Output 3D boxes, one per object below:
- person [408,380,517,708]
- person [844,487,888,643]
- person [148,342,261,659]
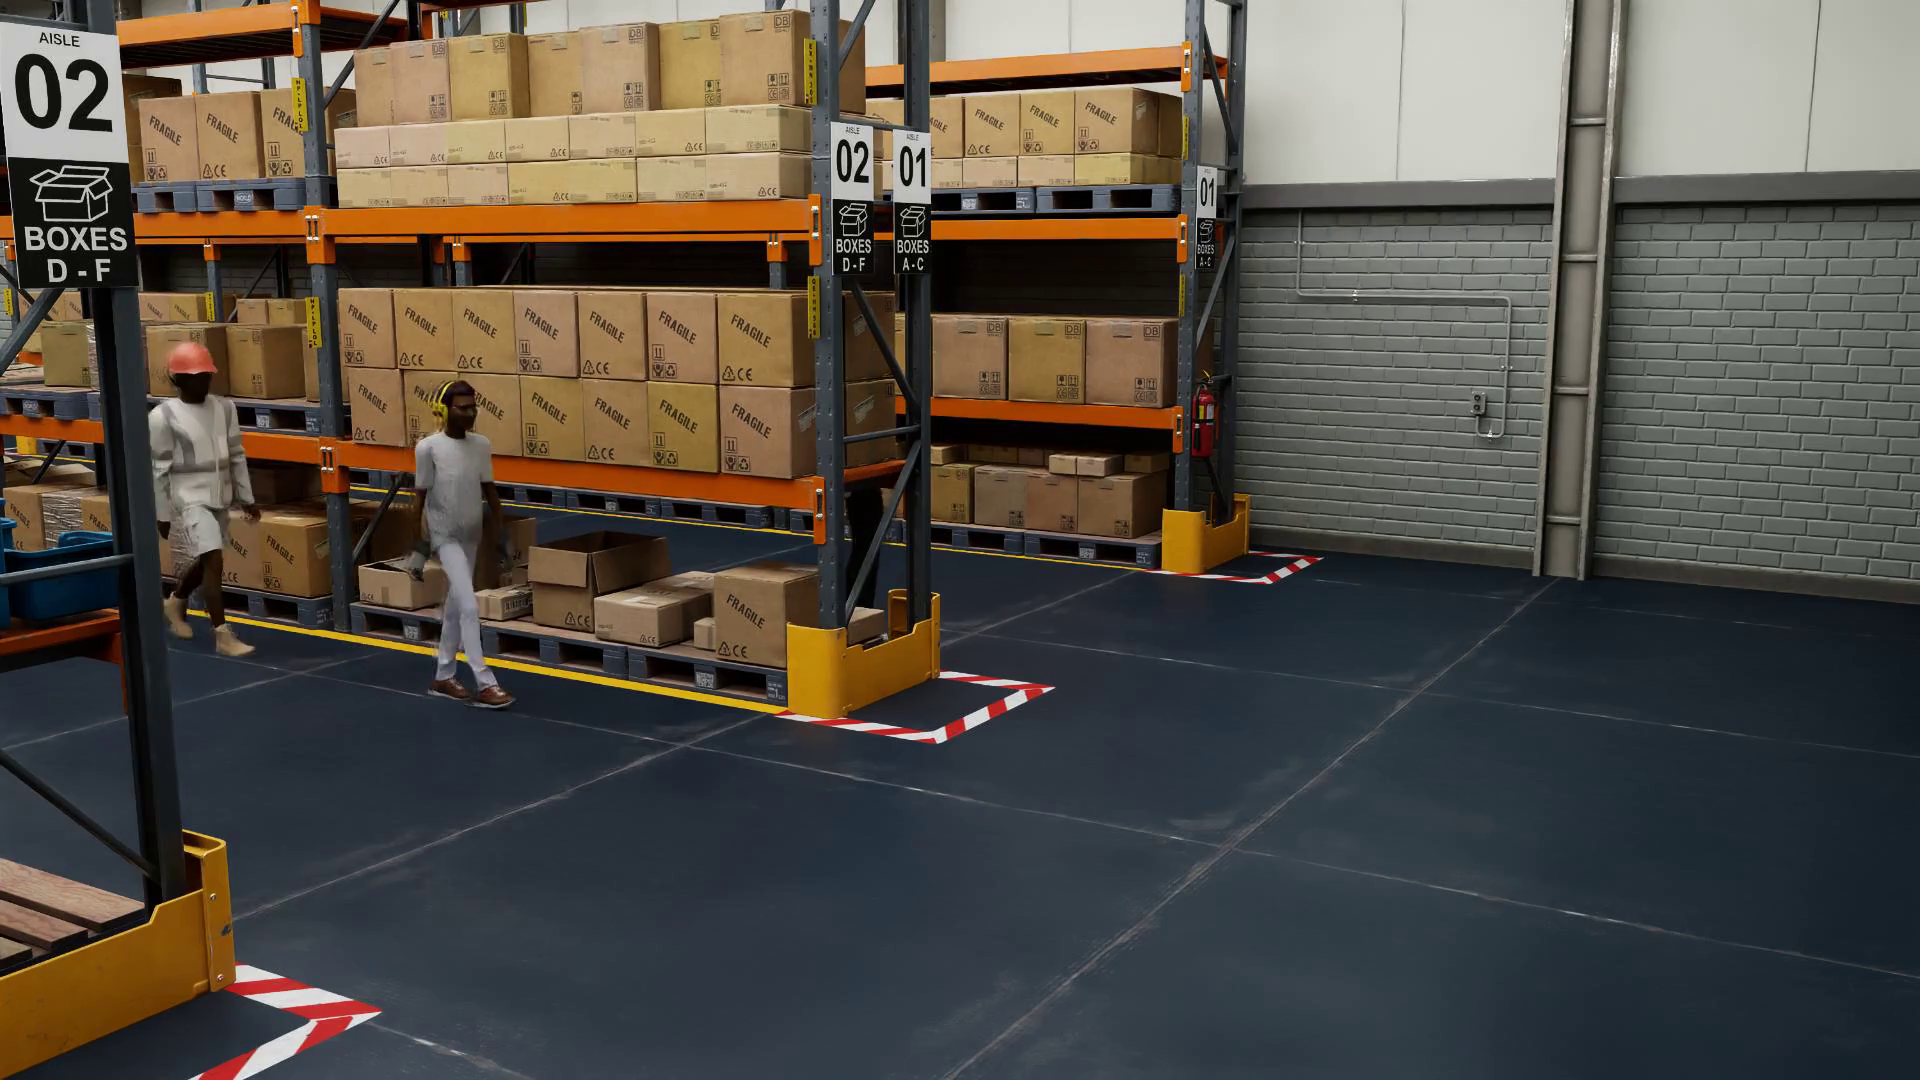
[{"bbox_3d":[-2.720,0.032,9.331,0.846,1.837,0.561,6,11,30],"label":"person"},{"bbox_3d":[-0.654,-0.268,10.972,0.382,1.889,0.653,-2,10,-9],"label":"person"},{"bbox_3d":[-4.906,-0.270,10.645,0.976,2.011,0.619,5,11,25],"label":"person"}]
